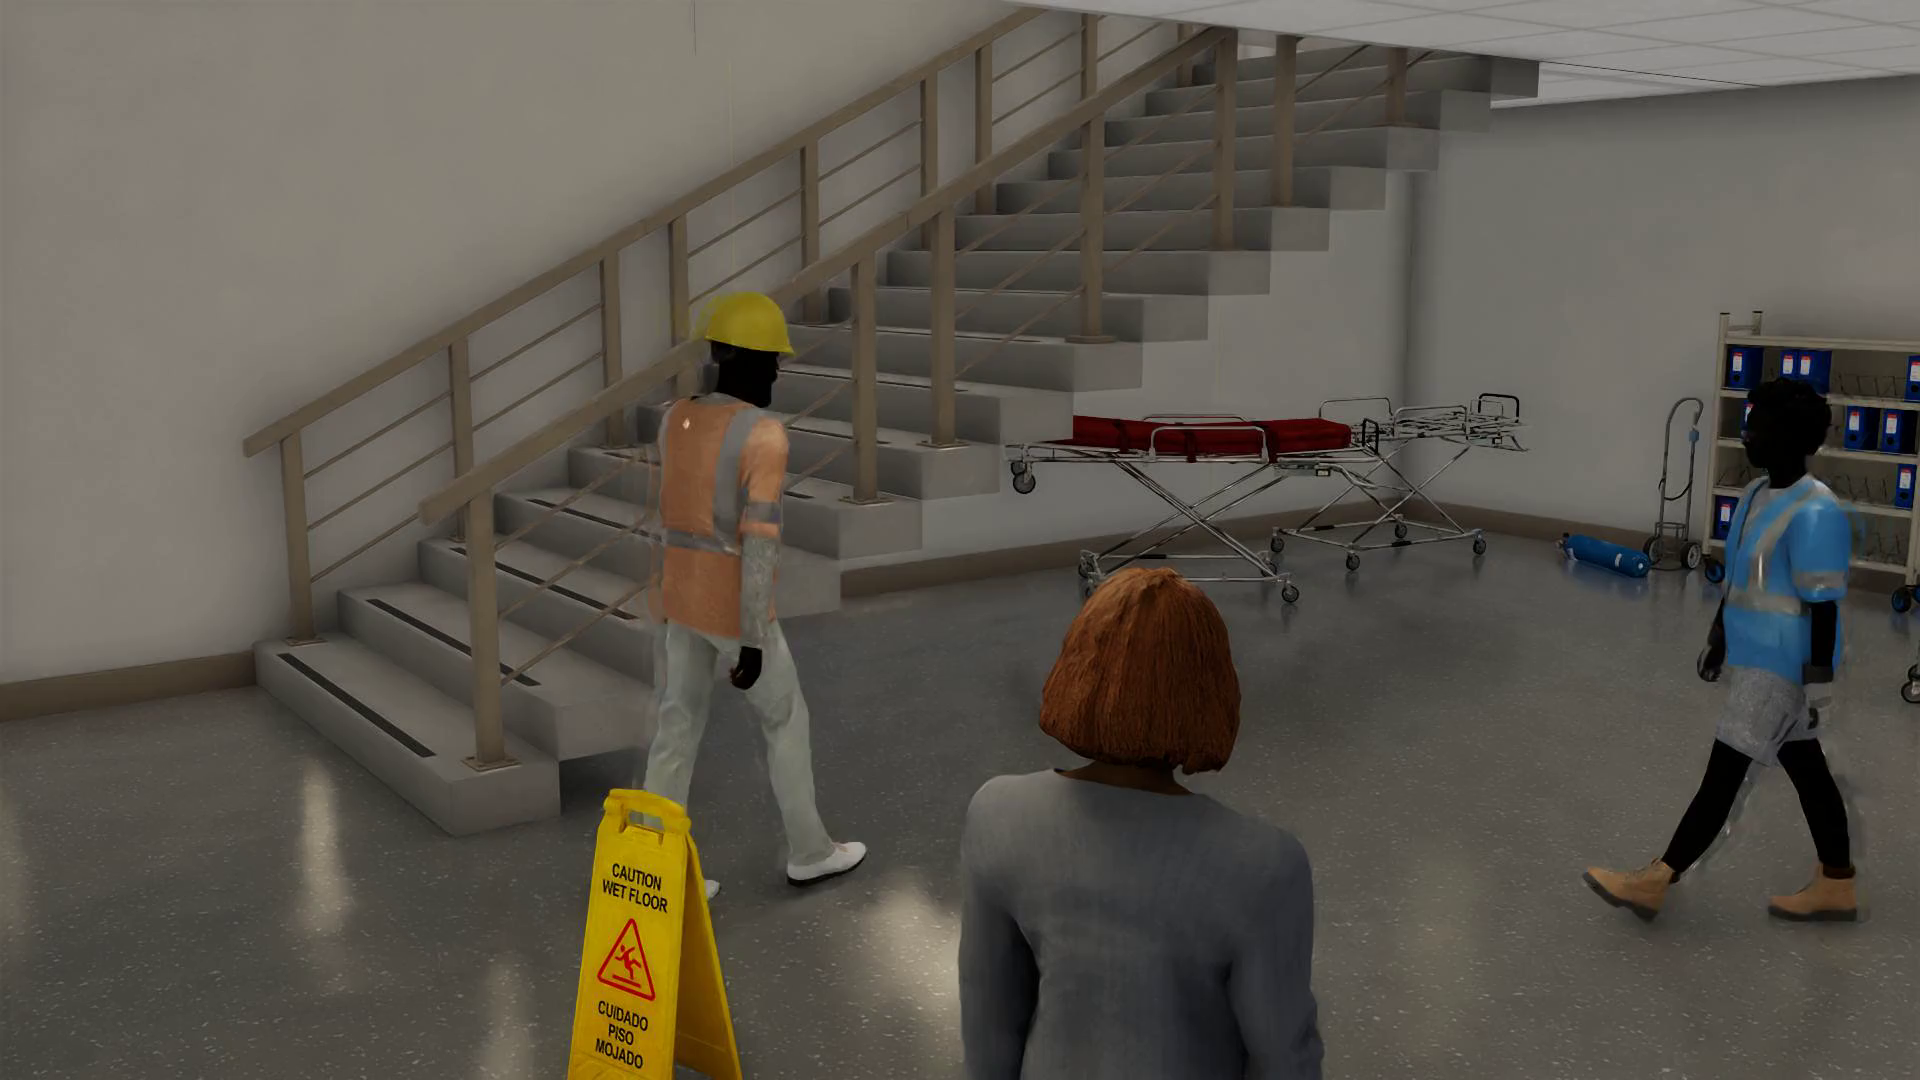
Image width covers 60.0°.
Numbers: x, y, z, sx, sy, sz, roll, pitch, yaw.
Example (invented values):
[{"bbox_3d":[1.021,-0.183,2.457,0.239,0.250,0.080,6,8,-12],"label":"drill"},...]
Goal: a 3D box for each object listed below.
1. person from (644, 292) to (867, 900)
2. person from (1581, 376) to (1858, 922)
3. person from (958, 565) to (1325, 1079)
[{"bbox_3d":[-0.660,0.192,5.165,0.594,1.886,0.895,9,13,41],"label":"person"},{"bbox_3d":[2.336,0.347,4.942,0.850,1.648,0.550,1,10,8],"label":"person"},{"bbox_3d":[0.231,0.840,2.177,0.497,1.633,0.283,6,12,31],"label":"person"}]
